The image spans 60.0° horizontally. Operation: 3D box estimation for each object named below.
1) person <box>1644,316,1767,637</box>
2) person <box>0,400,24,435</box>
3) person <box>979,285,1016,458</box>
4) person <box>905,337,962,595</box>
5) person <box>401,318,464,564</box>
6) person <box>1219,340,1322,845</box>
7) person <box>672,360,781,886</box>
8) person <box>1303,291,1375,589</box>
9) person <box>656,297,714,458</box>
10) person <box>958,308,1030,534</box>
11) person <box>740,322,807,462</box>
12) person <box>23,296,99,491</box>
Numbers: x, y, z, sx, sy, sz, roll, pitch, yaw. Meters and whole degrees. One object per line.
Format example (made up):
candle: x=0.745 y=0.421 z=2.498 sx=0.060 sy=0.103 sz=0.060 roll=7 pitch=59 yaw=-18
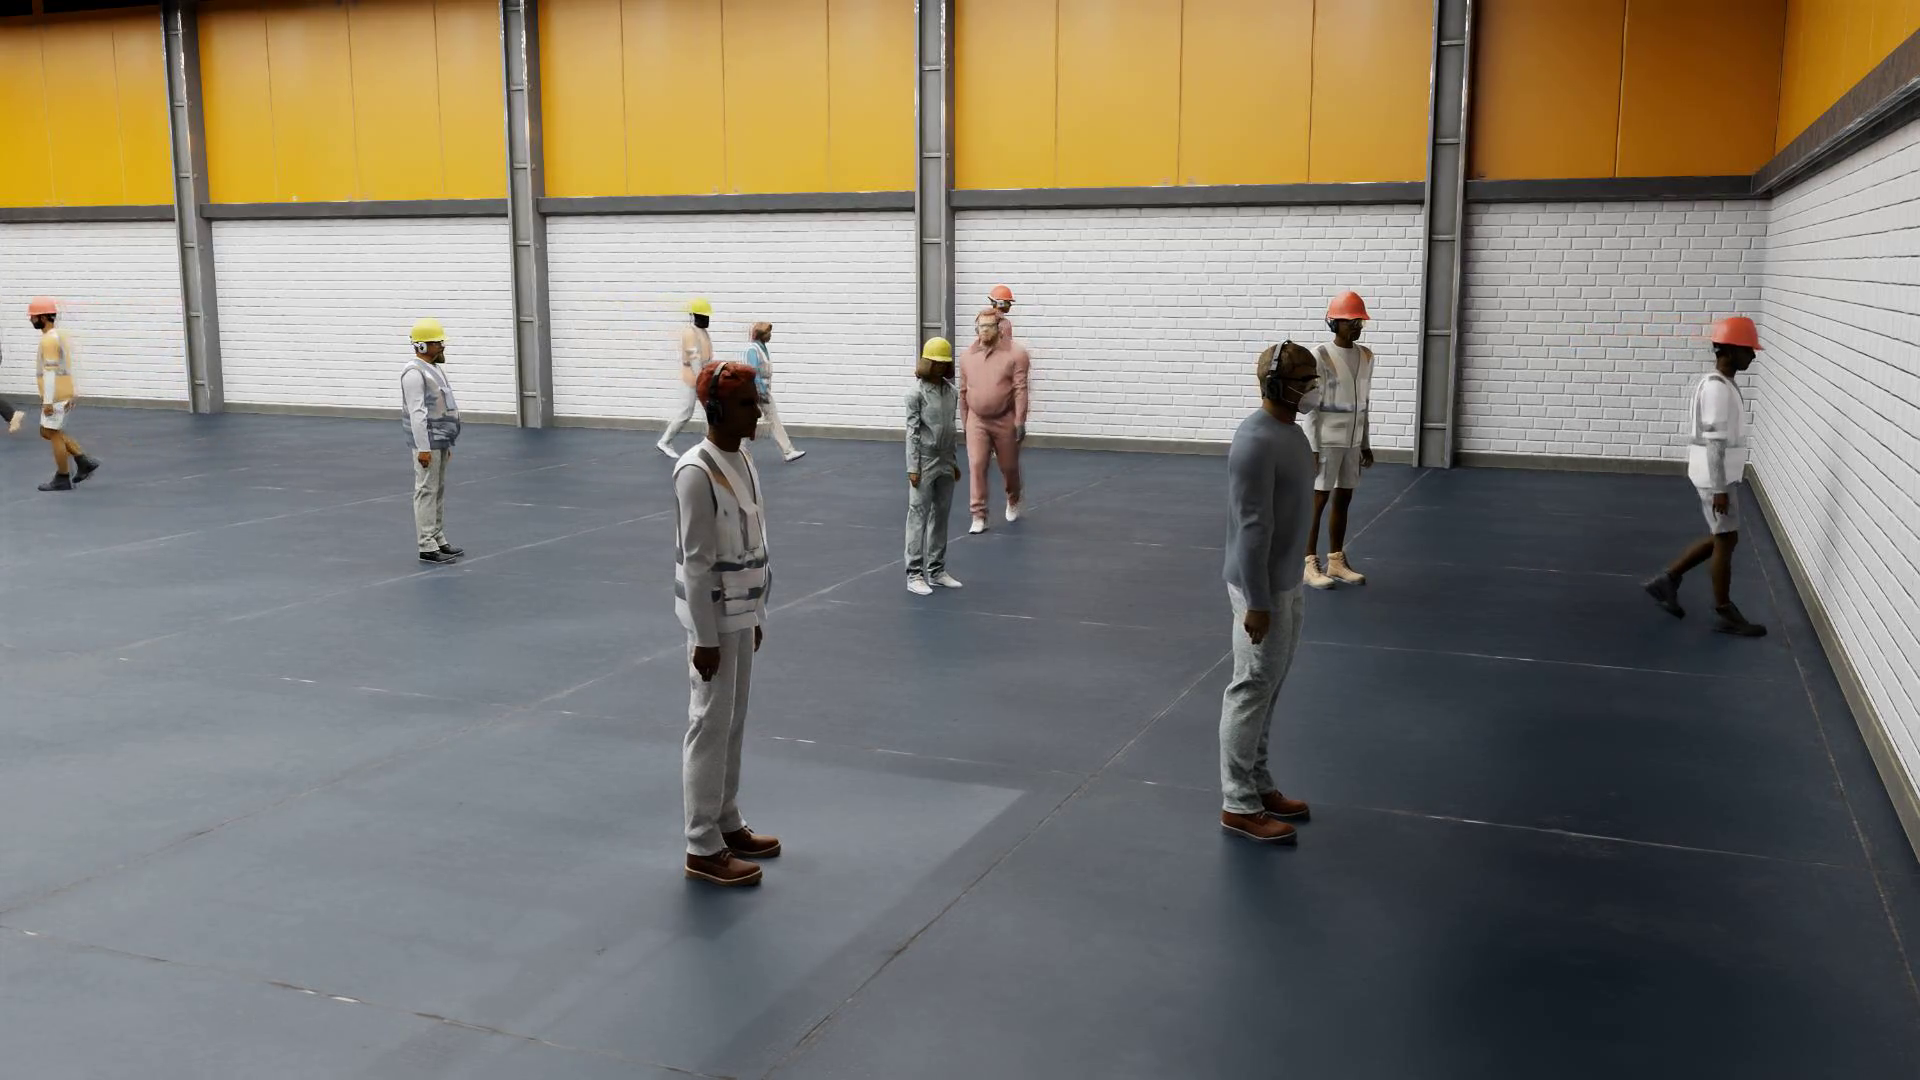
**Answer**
person: x=4.566 y=-0.388 z=10.056 sx=0.672 sy=1.923 sz=0.549 roll=5 pitch=11 yaw=29
person: x=-12.543 y=-2.318 z=21.387 sx=0.806 sy=2.000 sz=0.690 roll=-2 pitch=10 yaw=-11
person: x=0.448 y=-1.957 z=19.343 sx=0.390 sy=1.990 sz=0.623 roll=-5 pitch=11 yaw=-30
person: x=-0.163 y=-0.506 z=11.318 sx=0.318 sy=1.742 sz=0.500 roll=8 pitch=12 yaw=40
person: x=-3.951 y=-0.743 z=12.471 sx=0.403 sy=1.833 sz=0.591 roll=-1 pitch=9 yaw=-4
person: x=1.210 y=0.191 z=6.490 sx=0.355 sy=1.938 sz=0.634 roll=4 pitch=10 yaw=23
person: x=-0.855 y=0.292 z=6.047 sx=0.337 sy=1.882 sz=0.584 roll=1 pitch=9 yaw=9
person: x=2.635 y=-0.687 z=11.496 sx=0.609 sy=2.044 sz=0.394 roll=-6 pitch=11 yaw=-32
person: x=-3.056 y=-1.852 z=19.100 sx=0.965 sy=1.877 sz=0.577 roll=3 pitch=10 yaw=20
person: x=0.291 y=-1.024 z=14.055 sx=0.638 sy=1.880 sz=0.883 roll=2 pitch=10 yaw=14
person: x=-2.184 y=-1.631 z=18.592 sx=0.879 sy=1.589 sz=0.518 roll=3 pitch=10 yaw=19
person: x=-8.916 y=-1.435 z=16.399 sx=0.462 sy=1.921 sz=0.558 roll=-4 pitch=10 yaw=-21
